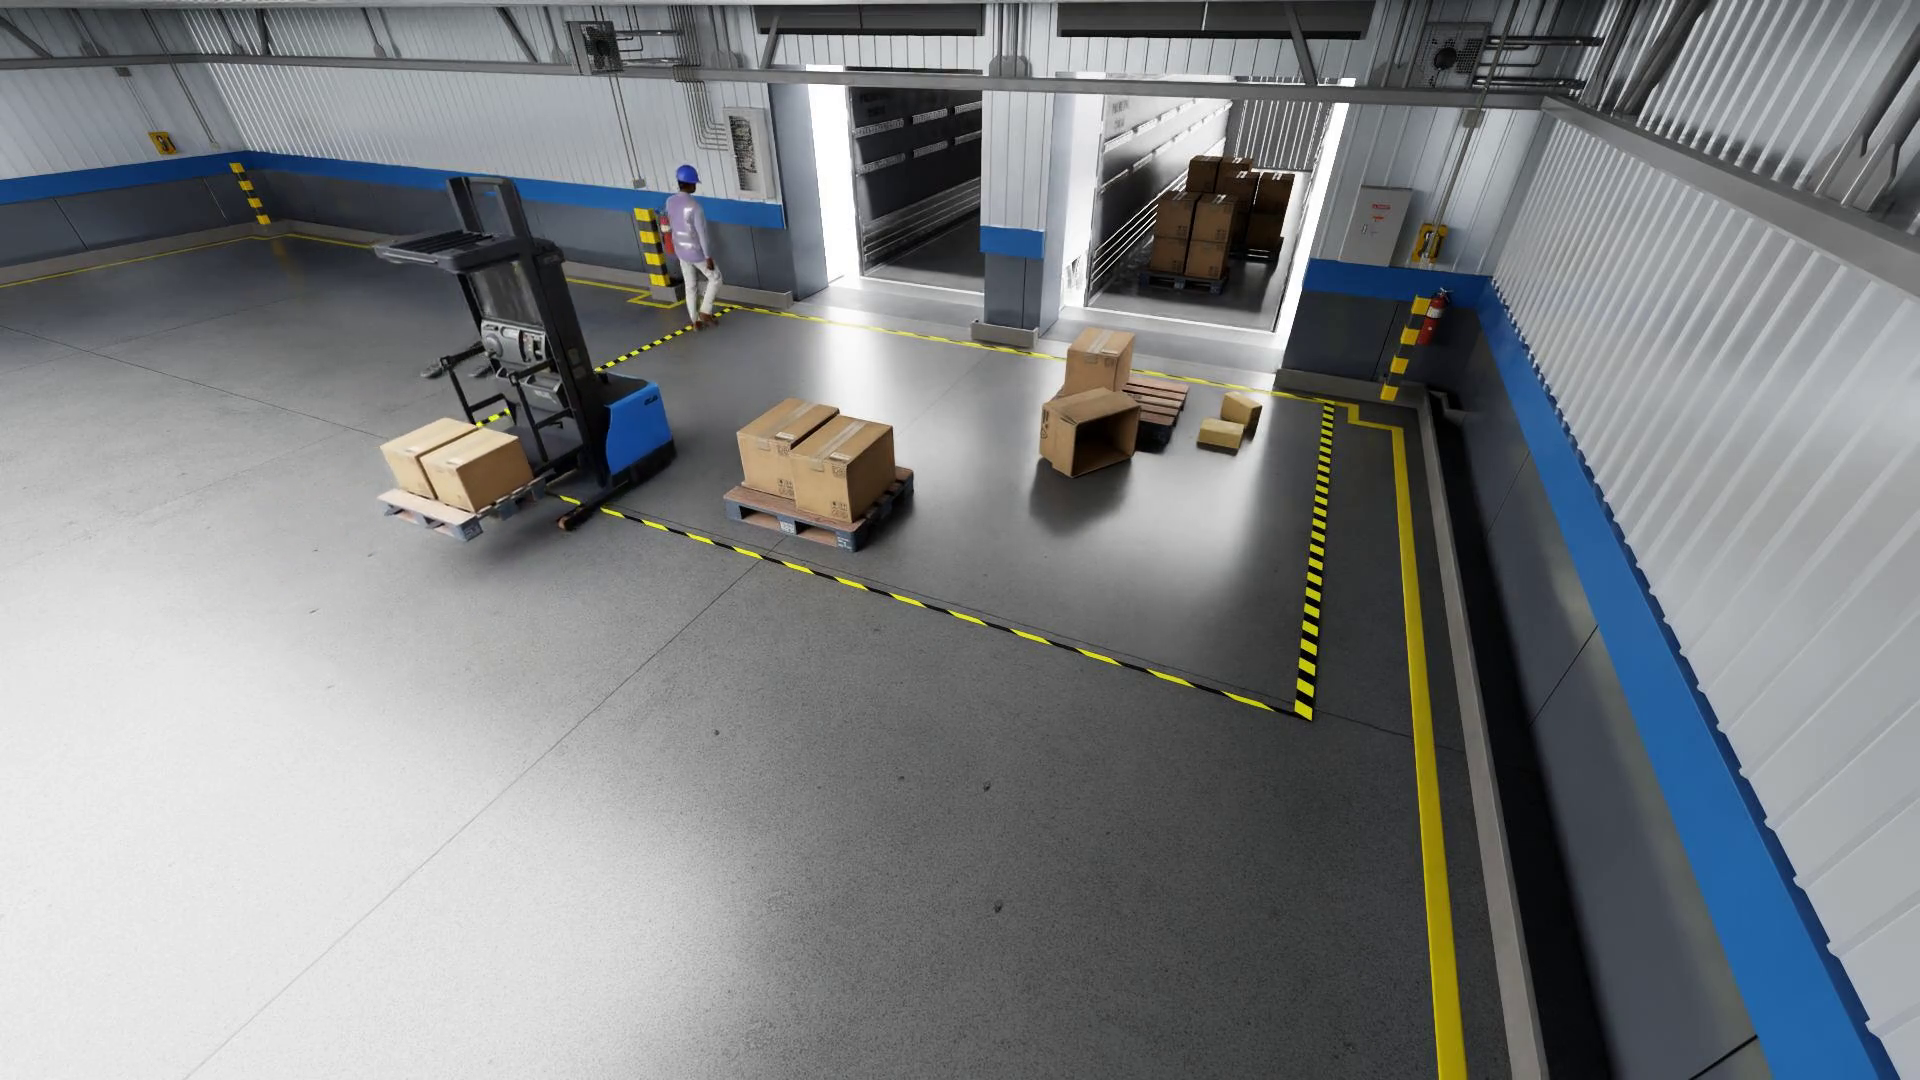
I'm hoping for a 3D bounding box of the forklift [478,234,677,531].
[{"bbox_3d":[-3.063,-1.409,5.908,0.716,2.013,0.776,15,38,20],"label":"forklift"}]

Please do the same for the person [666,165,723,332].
[{"bbox_3d":[-3.239,-3.526,8.979,0.688,1.919,0.453,20,40,25],"label":"person"}]

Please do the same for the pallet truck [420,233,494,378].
[{"bbox_3d":[-5.664,-2.712,8.427,0.680,1.201,1.601,0,35,-1],"label":"pallet truck"}]
